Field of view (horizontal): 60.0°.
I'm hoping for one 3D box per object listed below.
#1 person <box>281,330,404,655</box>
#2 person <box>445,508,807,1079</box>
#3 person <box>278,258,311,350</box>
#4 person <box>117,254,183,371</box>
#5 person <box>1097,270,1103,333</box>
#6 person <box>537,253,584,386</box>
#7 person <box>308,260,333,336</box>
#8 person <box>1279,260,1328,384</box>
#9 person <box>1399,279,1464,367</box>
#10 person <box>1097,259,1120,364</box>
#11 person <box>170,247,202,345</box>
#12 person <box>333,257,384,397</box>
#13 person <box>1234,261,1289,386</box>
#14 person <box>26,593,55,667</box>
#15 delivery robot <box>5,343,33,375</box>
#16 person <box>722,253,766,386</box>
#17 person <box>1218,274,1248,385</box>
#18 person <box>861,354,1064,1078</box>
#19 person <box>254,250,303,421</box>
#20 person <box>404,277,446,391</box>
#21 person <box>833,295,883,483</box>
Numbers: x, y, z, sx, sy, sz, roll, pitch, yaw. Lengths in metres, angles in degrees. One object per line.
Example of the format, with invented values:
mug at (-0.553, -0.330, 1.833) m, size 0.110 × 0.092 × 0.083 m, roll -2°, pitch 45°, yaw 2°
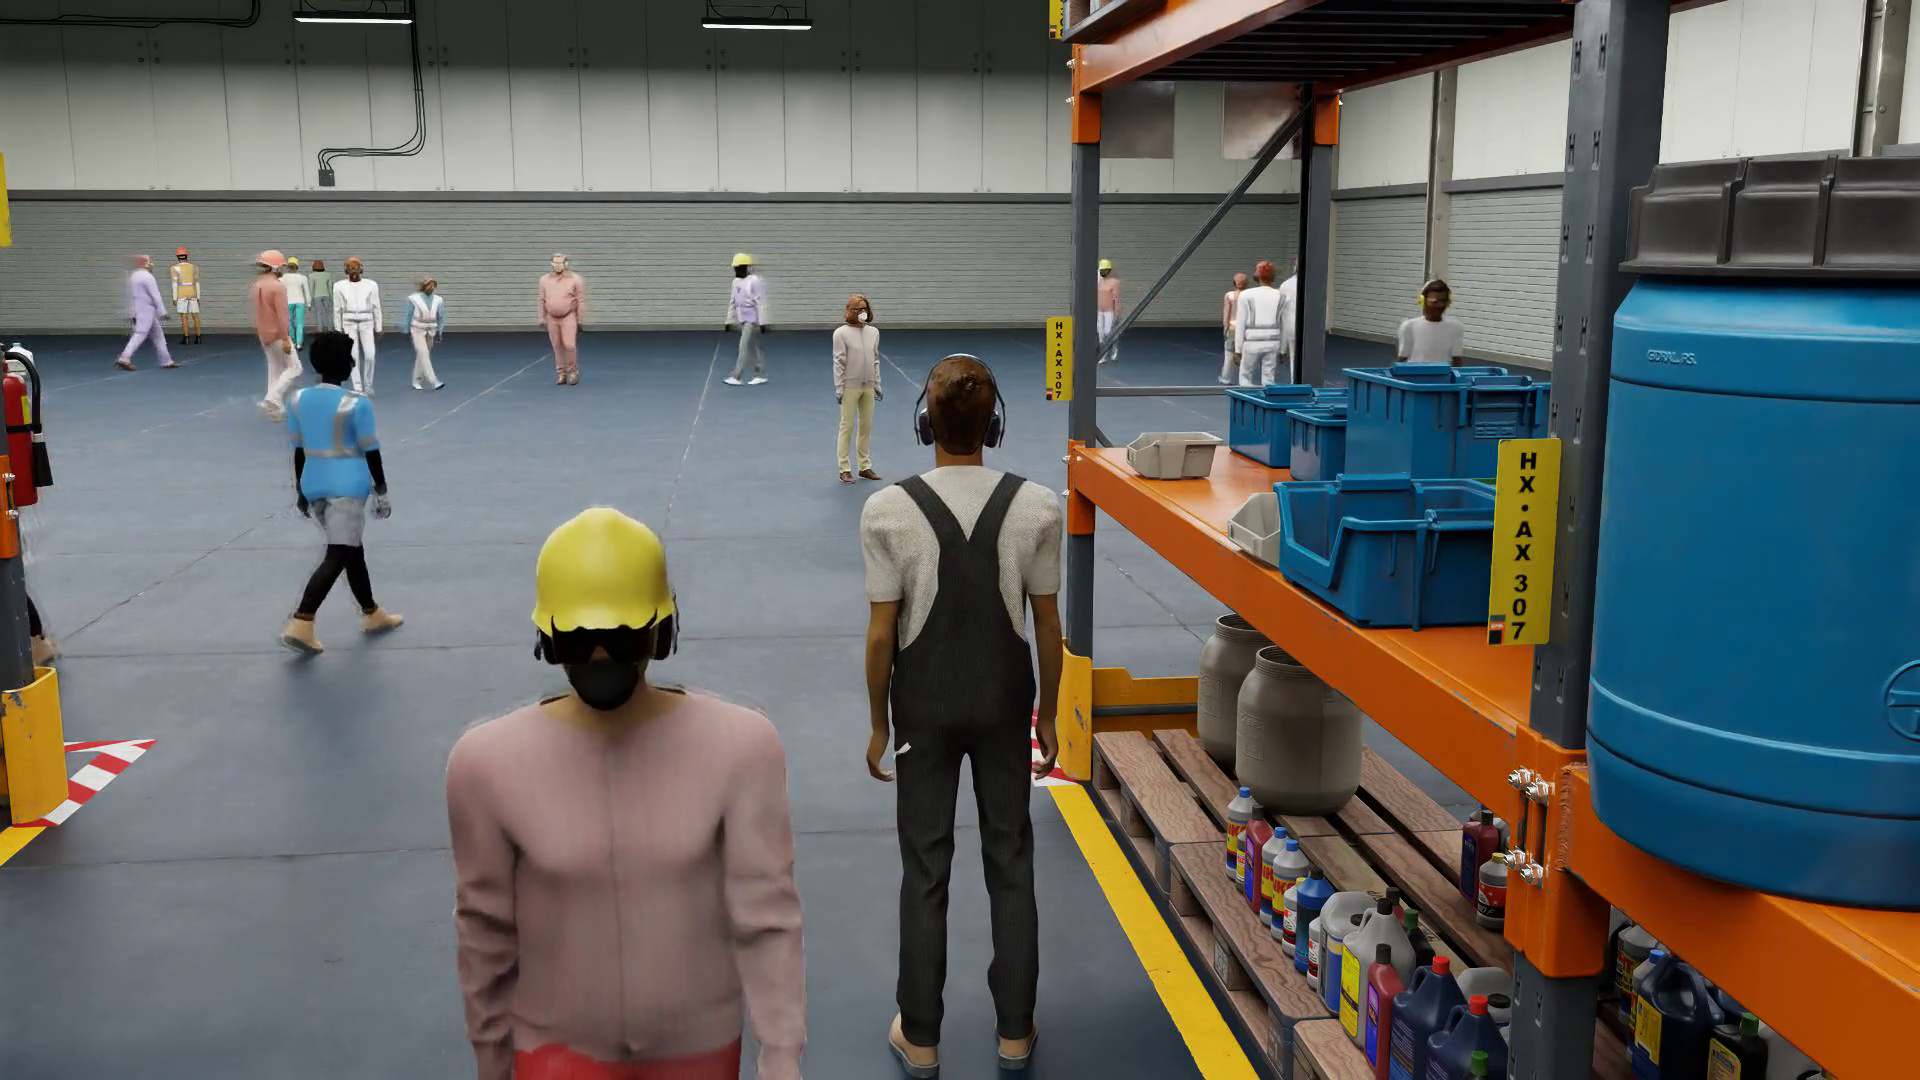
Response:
person at (-3.252, -0.257, 8.631) m, size 0.539 × 1.658 × 0.862 m, roll 5°, pitch 12°, yaw 26°
person at (-0.494, 0.815, 2.547) m, size 0.529 × 1.737 × 0.772 m, roll -3°, pitch 11°, yaw -14°
person at (-12.595, -4.470, 31.506) m, size 0.547 × 1.728 × 0.747 m, roll -3°, pitch 11°, yaw -17°
person at (-13.131, -3.658, 26.747) m, size 1.004 × 1.859 × 0.643 m, roll -8°, pitch 13°, yaw -39°
person at (2.274, -4.152, 29.519) m, size 0.634 × 1.824 × 0.570 m, roll 1°, pitch 10°, yaw 8°
person at (-5.761, -3.168, 23.934) m, size 0.639 × 1.890 × 0.653 m, roll 1°, pitch 10°, yaw 4°
person at (-13.819, -5.230, 35.956) m, size 0.499 × 1.634 × 0.280 m, roll -9°, pitch 14°, yaw -41°
person at (4.619, -2.889, 22.477) m, size 0.646 × 1.874 × 0.880 m, roll 5°, pitch 11°, yaw 26°
person at (3.588, -1.099, 12.847) m, size 0.512 × 1.837 × 0.897 m, roll -1°, pitch 10°, yaw -5°
person at (2.441, -3.839, 28.002) m, size 0.540 × 1.750 × 0.387 m, roll 9°, pitch 14°, yaw 42°
person at (-15.361, -4.839, 32.991) m, size 0.376 × 1.934 × 0.547 m, roll 9°, pitch 14°, yaw 41°
person at (-7.941, -2.793, 21.959) m, size 0.618 × 1.865 × 0.443 m, roll -4°, pitch 11°, yaw -19°
person at (3.242, -2.078, 18.035) m, size 0.622 × 1.860 × 0.723 m, roll -1°, pitch 10°, yaw -6°
person at (-4.675, -0.092, 7.751) m, size 0.537 × 1.647 × 0.924 m, roll 3°, pitch 11°, yaw 18°
delivery robot at (-13.972, -2.677, 24.665) m, size 0.477 × 0.478 × 0.707 m, roll -5°, pitch 11°, yaw -24°
person at (-3.141, -3.143, 23.805) m, size 0.908 × 1.885 × 0.612 m, roll -9°, pitch 13°, yaw -40°
person at (3.956, -2.977, 23.693) m, size 0.540 × 1.600 × 0.819 m, roll -2°, pitch 10°, yaw -10°
person at (0.005, 0.455, 4.216) m, size 0.507 × 1.846 × 0.345 m, roll -1°, pitch 10°, yaw -8°
person at (-7.885, -2.348, 19.205) m, size 0.643 × 1.980 × 0.430 m, roll 9°, pitch 14°, yaw 40°
person at (-7.420, -2.853, 23.073) m, size 0.881 × 1.566 × 0.510 m, roll 10°, pitch 14°, yaw 43°
person at (-0.887, -1.318, 14.513) m, size 0.507 × 1.632 × 0.273 m, roll -9°, pitch 14°, yaw -42°
